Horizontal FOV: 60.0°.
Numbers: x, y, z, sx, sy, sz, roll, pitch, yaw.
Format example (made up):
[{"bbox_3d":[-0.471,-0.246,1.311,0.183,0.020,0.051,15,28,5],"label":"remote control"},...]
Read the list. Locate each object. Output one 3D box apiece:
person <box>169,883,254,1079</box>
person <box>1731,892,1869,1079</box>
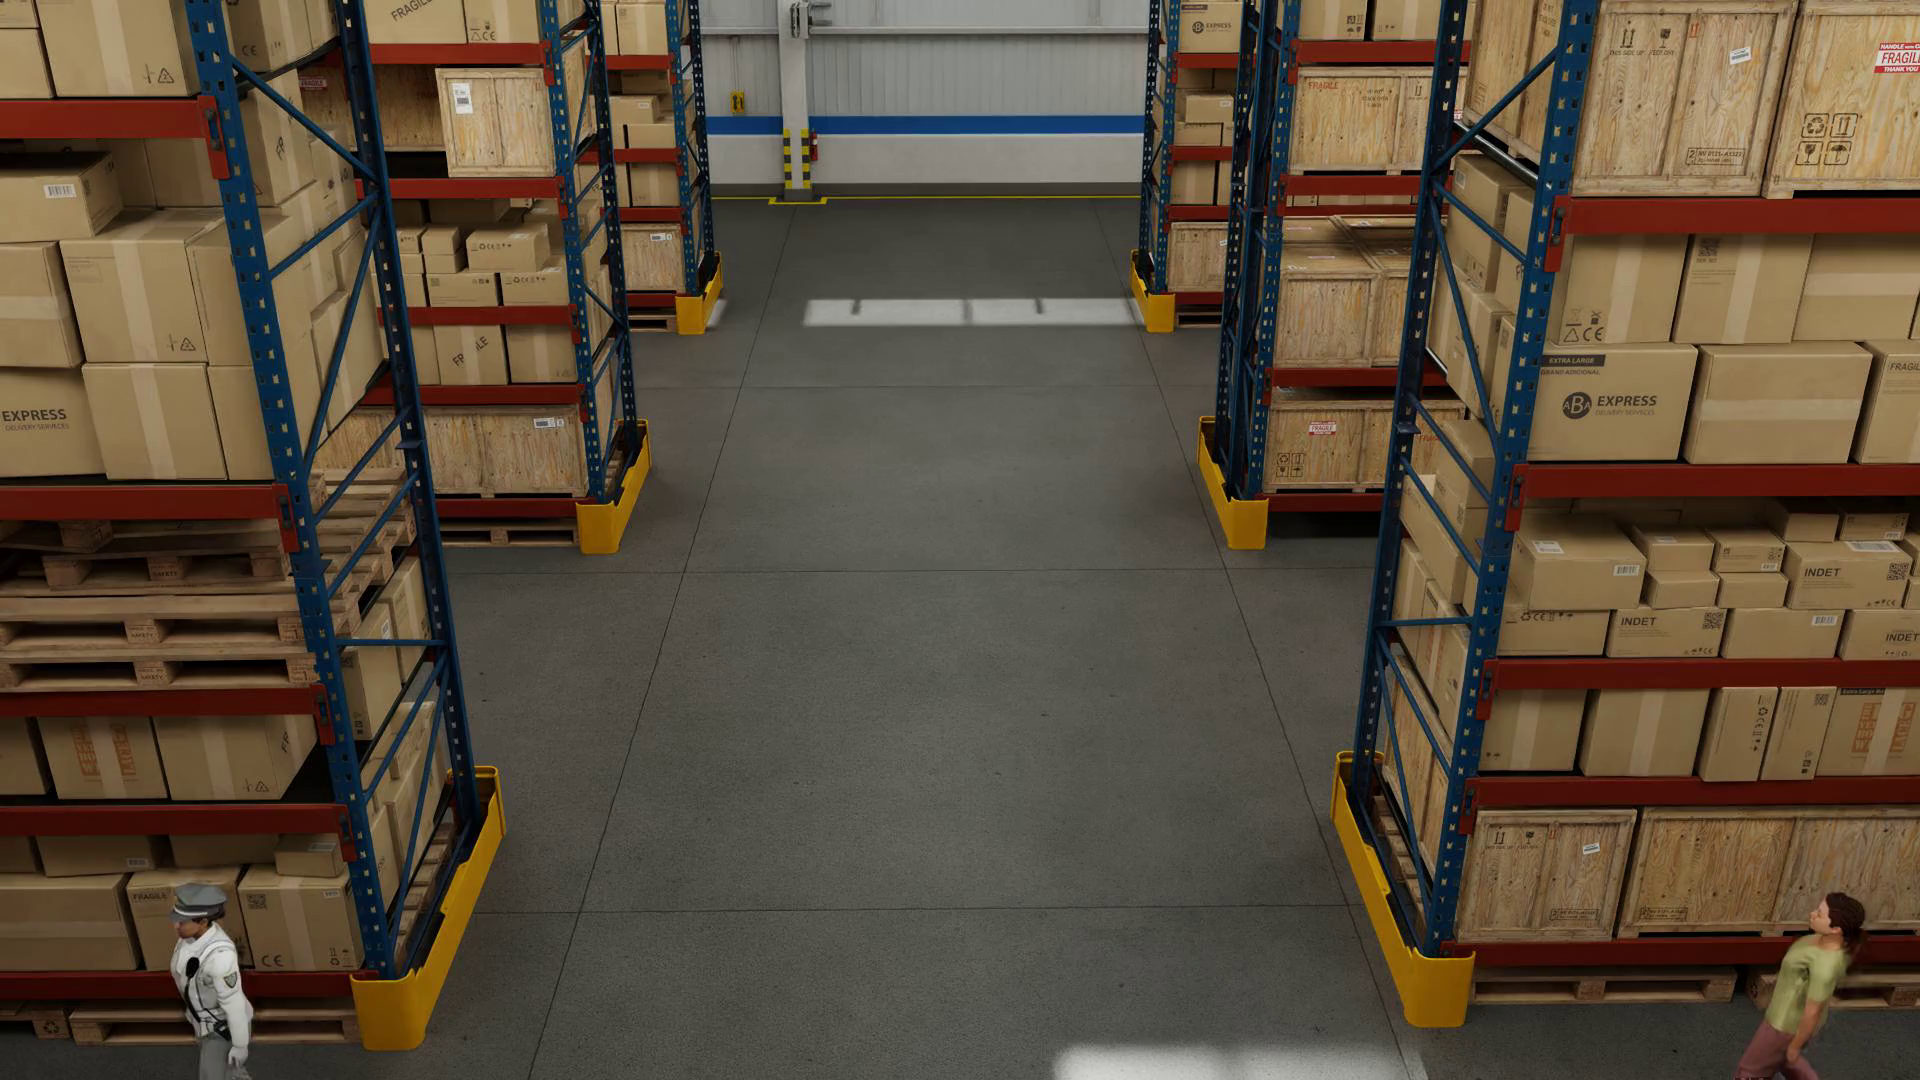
[{"bbox_3d":[-3.819,2.504,8.583,0.400,1.697,0.491,-20,32,-36],"label":"person"},{"bbox_3d":[4.323,2.490,8.648,0.771,1.657,0.453,21,32,38],"label":"person"}]
